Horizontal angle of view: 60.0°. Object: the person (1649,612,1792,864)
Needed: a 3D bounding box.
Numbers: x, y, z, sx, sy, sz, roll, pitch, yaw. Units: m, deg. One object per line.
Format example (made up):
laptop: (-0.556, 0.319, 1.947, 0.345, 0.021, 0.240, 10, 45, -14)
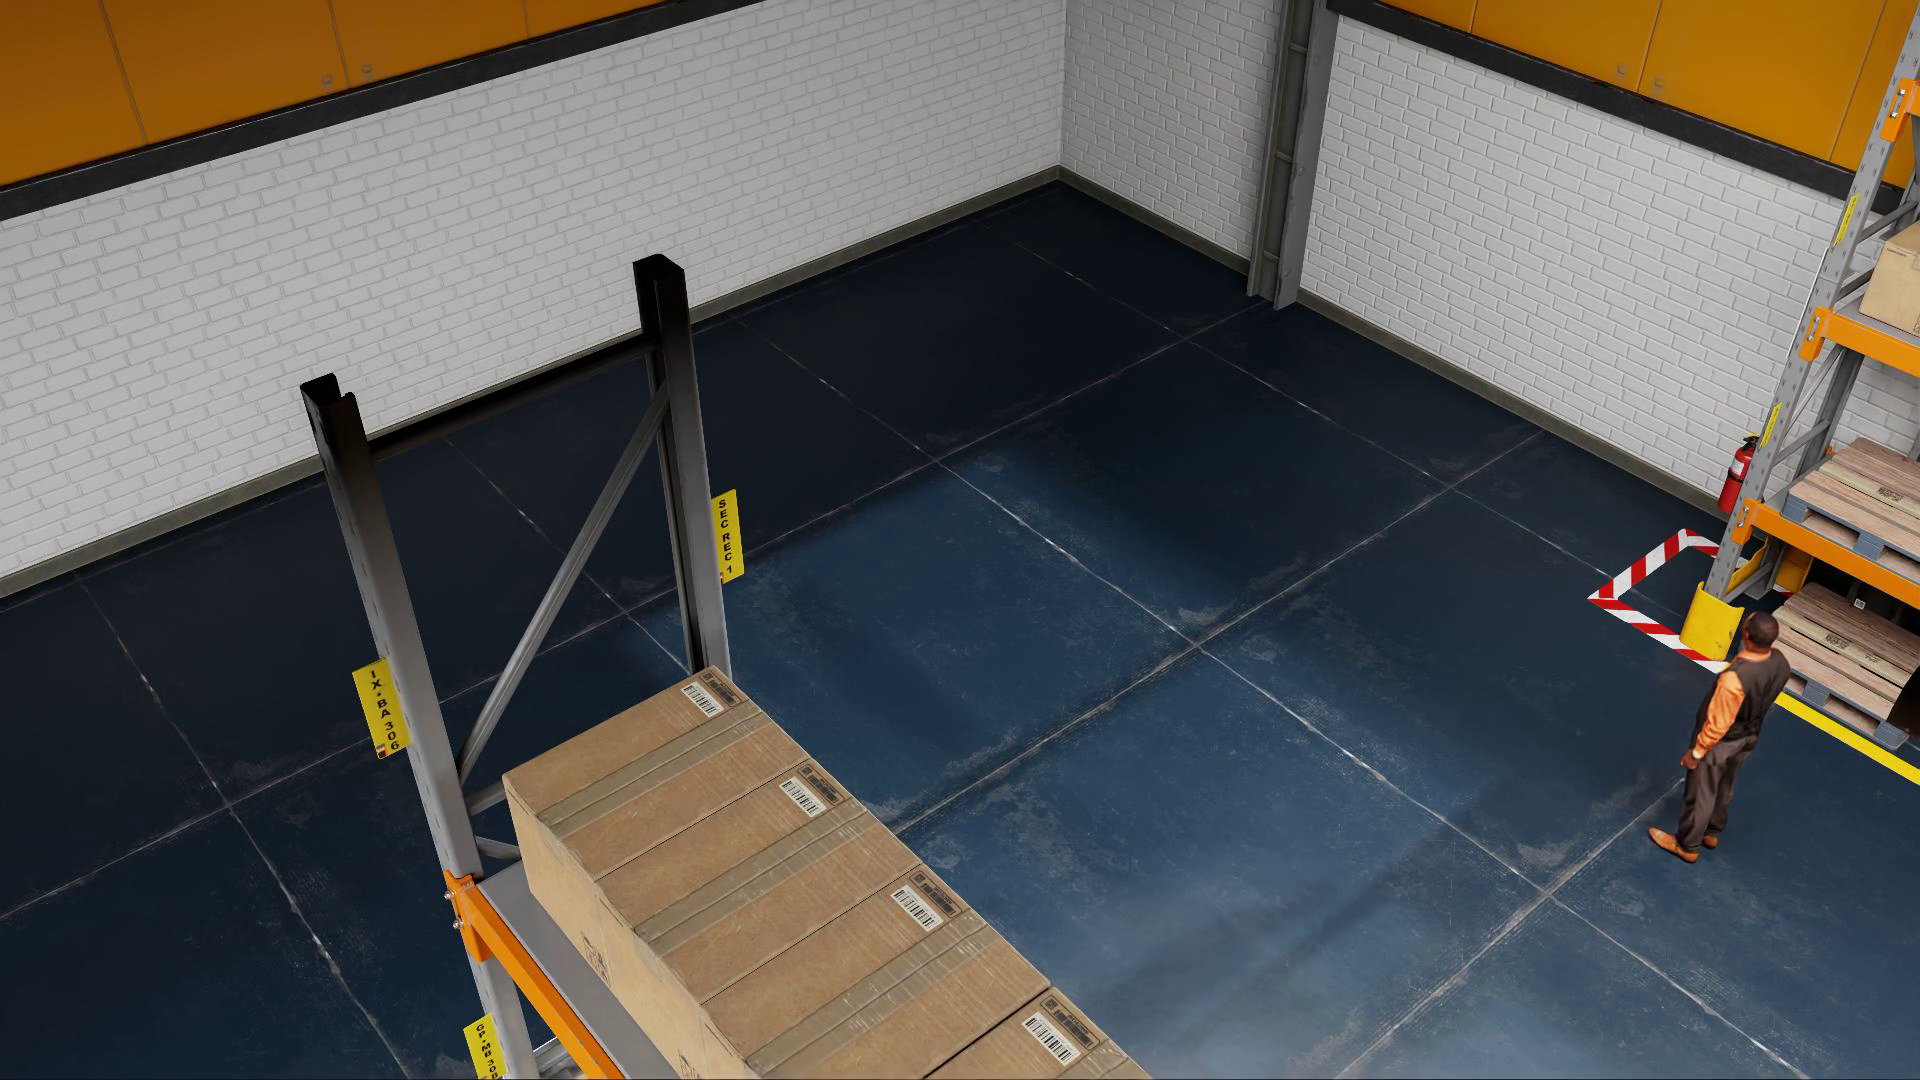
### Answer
person: (4.643, 1.201, 10.052, 0.734, 1.907, 0.669, -19, 42, -22)
